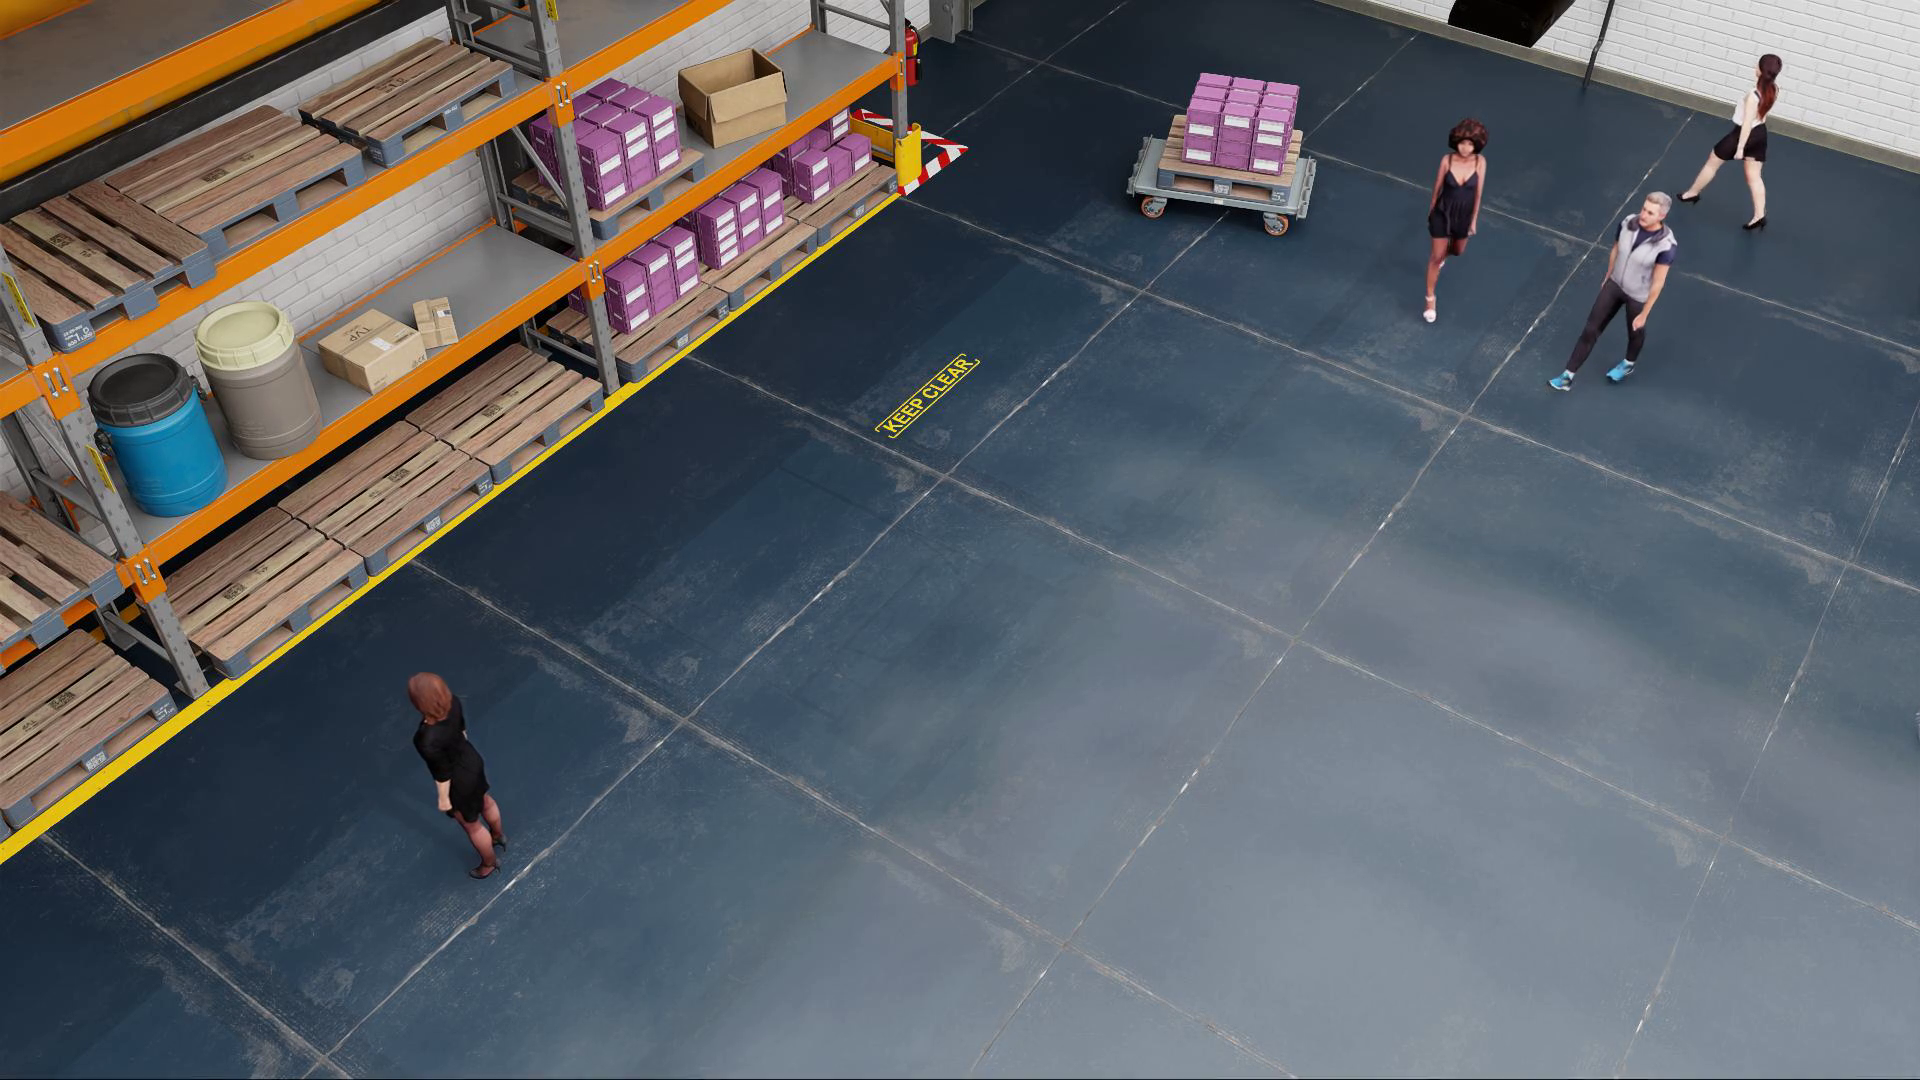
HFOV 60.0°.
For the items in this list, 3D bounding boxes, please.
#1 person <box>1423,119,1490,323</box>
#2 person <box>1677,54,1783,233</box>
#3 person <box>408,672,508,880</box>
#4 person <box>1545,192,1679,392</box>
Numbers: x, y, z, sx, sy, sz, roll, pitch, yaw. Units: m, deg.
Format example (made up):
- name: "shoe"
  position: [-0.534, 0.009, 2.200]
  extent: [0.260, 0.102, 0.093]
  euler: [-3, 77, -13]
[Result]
- name: "person"
  position: [4.123, -2.730, 13.914]
  extent: [0.883, 1.767, 1.091]
  euler: [4, 44, 4]
- name: "person"
  position: [7.084, -3.496, 14.839]
  extent: [1.102, 1.600, 0.870]
  euler: [-27, 50, -25]
- name: "person"
  position: [-2.908, 1.369, 9.656]
  extent: [0.720, 1.704, 0.601]
  euler: [4, 44, 4]
- name: "person"
  position: [5.339, -1.956, 13.093]
  extent: [1.254, 1.778, 0.977]
  euler: [-26, 49, -24]
